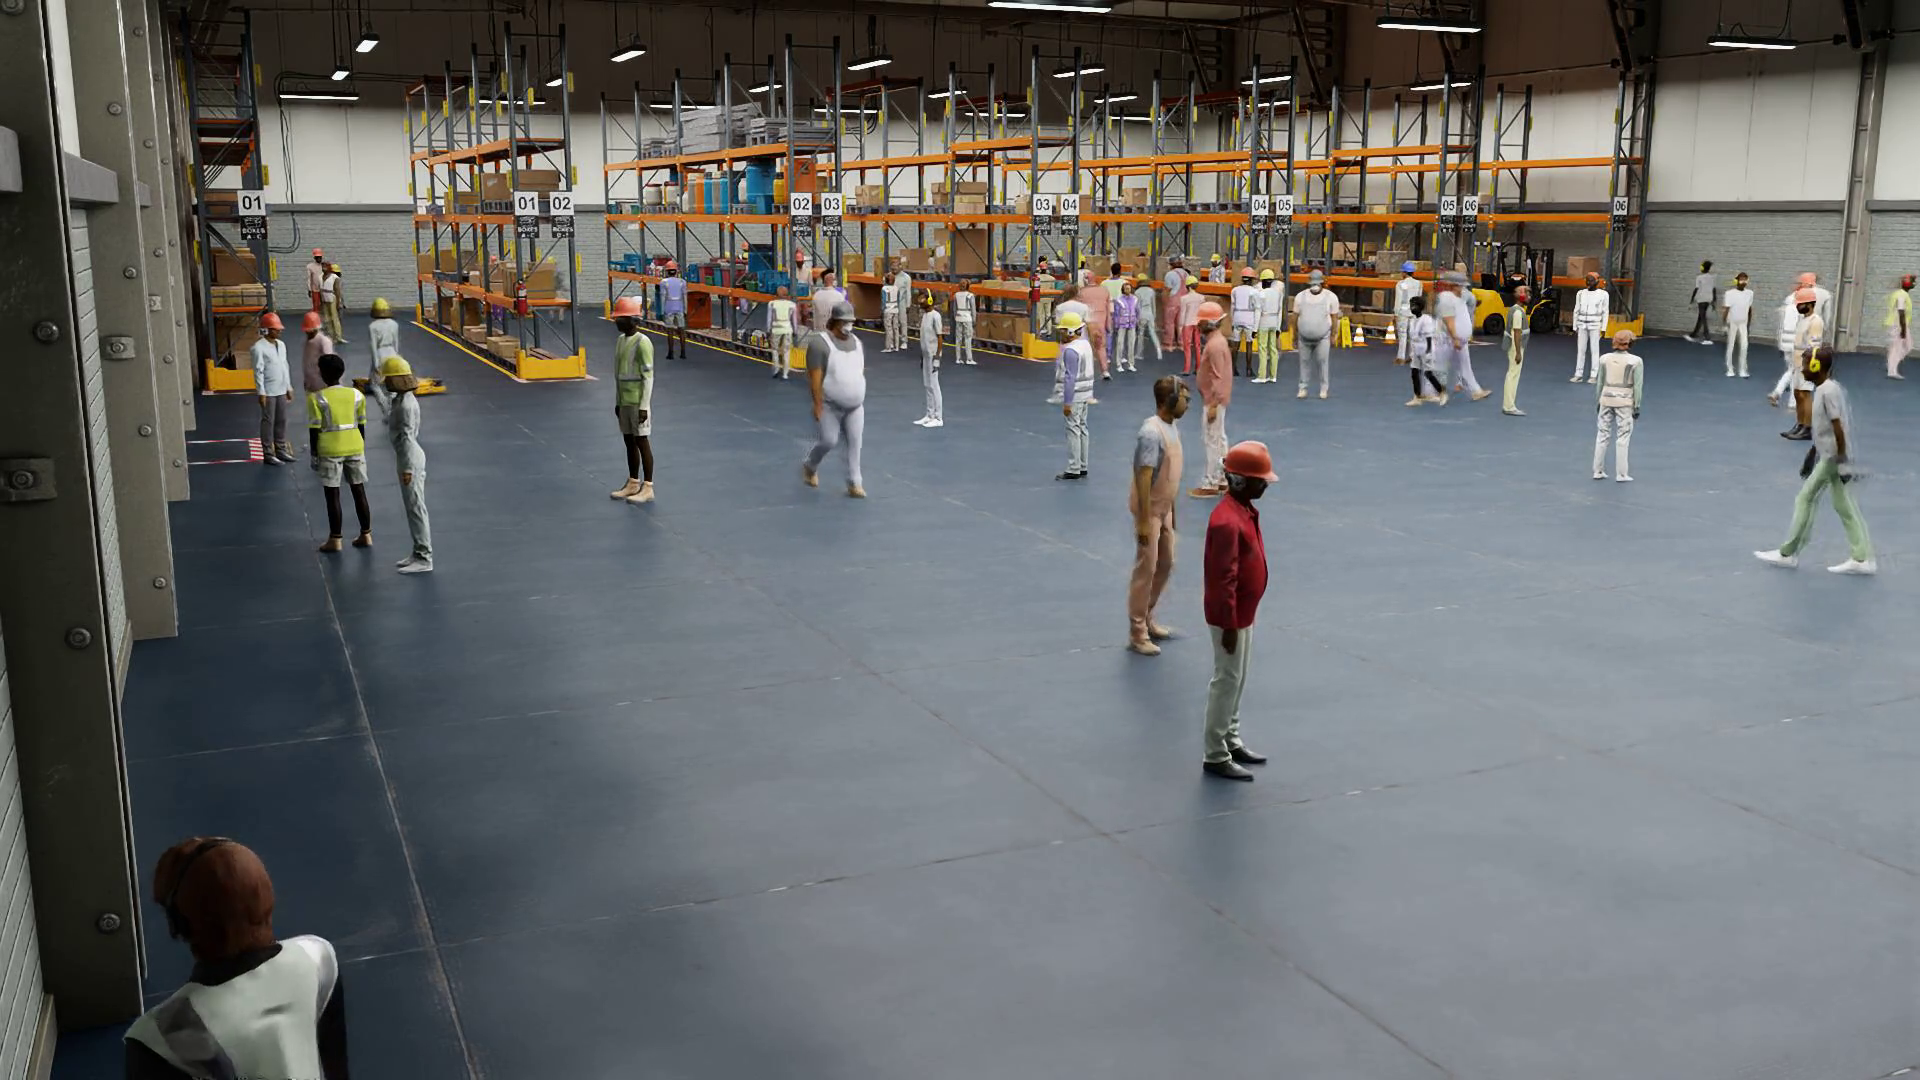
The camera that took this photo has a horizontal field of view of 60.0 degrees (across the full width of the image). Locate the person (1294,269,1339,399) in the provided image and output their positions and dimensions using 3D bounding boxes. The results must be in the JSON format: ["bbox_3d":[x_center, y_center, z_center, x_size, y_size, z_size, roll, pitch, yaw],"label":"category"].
[{"bbox_3d":[5.505,-3.208,25.832,0.693,2.000,0.536,5,12,24],"label":"person"}]

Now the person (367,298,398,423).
[{"bbox_3d":[-7.884,-2.444,22.738,0.377,1.729,0.491,9,14,37],"label":"person"}]

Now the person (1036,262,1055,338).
[{"bbox_3d":[1.920,-5.546,38.440,0.565,1.755,0.322,-4,12,-19],"label":"person"}]

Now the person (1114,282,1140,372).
[{"bbox_3d":[3.028,-3.873,30.256,0.523,1.636,0.312,-4,12,-21],"label":"person"}]

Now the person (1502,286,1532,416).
[{"bbox_3d":[7.934,-2.700,23.754,0.375,1.841,0.575,3,11,14],"label":"person"}]

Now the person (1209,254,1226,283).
[{"bbox_3d":[6.652,-6.507,43.183,0.403,1.820,0.594,-5,12,-26],"label":"person"}]

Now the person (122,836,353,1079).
[{"bbox_3d":[-1.472,1.405,3.454,0.406,1.623,0.545,5,12,24],"label":"person"}]

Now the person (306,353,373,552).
[{"bbox_3d":[-5.303,-0.743,14.210,0.322,1.691,0.533,9,14,39],"label":"person"}]

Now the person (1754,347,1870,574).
[{"bbox_3d":[6.933,-0.643,13.400,0.934,1.796,0.522,7,13,32],"label":"person"}]

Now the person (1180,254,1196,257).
[{"bbox_3d":[7.215,-8.373,52.592,0.636,1.842,0.429,-6,13,-28],"label":"person"}]

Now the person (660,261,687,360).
[{"bbox_3d":[-5.657,-4.531,32.828,0.550,1.933,0.373,-5,12,-24],"label":"person"}]

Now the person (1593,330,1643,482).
[{"bbox_3d":[7.068,-1.437,17.884,0.313,1.632,0.518,-9,14,-39],"label":"person"}]

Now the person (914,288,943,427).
[{"bbox_3d":[-0.411,-2.461,22.478,0.309,1.868,0.534,-5,12,-23],"label":"person"}]

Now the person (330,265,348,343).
[{"bbox_3d":[-13.796,-5.219,36.819,0.318,1.741,0.492,4,12,21],"label":"person"}]

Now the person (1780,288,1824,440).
[{"bbox_3d":[10.740,-2.236,21.197,0.384,1.926,0.550,1,11,6],"label":"person"}]

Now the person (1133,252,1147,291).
[{"bbox_3d":[4.796,-6.590,43.514,0.524,1.844,0.804,-1,11,-5],"label":"person"}]

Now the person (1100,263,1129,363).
[{"bbox_3d":[2.994,-4.371,32.057,0.593,1.920,0.391,3,12,15],"label":"person"}]

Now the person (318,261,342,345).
[{"bbox_3d":[-13.807,-5.202,36.489,0.562,1.839,0.383,6,13,29],"label":"person"}]

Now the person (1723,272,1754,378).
[{"bbox_3d":[13.629,-3.744,29.078,0.542,1.830,0.884,1,11,5],"label":"person"}]

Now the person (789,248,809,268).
[{"bbox_3d":[-4.866,-7.962,50.510,0.673,1.833,0.386,-8,14,-35],"label":"person"}]

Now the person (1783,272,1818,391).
[{"bbox_3d":[13.557,-3.338,26.783,0.568,1.922,0.414,-4,12,-20],"label":"person"}]

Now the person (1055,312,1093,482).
[{"bbox_3d":[1.225,-1.544,17.941,0.403,1.824,0.598,4,12,20],"label":"person"}]

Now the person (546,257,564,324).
[{"bbox_3d":[-10.559,-6.484,43.262,0.579,1.731,0.622,2,11,12],"label":"person"}]

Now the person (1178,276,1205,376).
[{"bbox_3d":[4.104,-3.799,29.541,0.525,1.769,0.308,-6,13,-29],"label":"person"}]

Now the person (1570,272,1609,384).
[{"bbox_3d":[10.674,-3.596,28.206,0.339,1.882,0.584,-11,16,-44],"label":"person"}]

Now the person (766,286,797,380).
[{"bbox_3d":[-3.102,-3.598,28.888,0.563,1.618,0.501,-2,11,-10],"label":"person"}]

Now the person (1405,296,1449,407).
[{"bbox_3d":[6.950,-2.798,24.715,0.624,1.660,0.551,-3,12,-15],"label":"person"}]

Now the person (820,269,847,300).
[{"bbox_3d":[-2.265,-3.788,29.122,0.725,1.914,0.682,11,15,43],"label":"person"}]

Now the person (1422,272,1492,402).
[{"bbox_3d":[7.546,-3.088,25.225,1.043,2.000,0.688,9,14,38],"label":"person"}]

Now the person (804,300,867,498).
[{"bbox_3d":[-1.262,-1.462,16.963,0.688,2.000,0.752,-8,13,-34],"label":"person"}]

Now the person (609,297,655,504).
[{"bbox_3d":[-3.278,-1.386,16.571,0.379,2.044,0.607,-9,14,-39],"label":"person"}]

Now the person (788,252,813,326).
[{"bbox_3d":[-3.700,-5.652,38.421,0.621,1.975,0.651,-3,11,-13],"label":"person"}]

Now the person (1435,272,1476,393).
[{"bbox_3d":[7.950,-3.342,26.776,0.635,1.937,0.352,8,13,34],"label":"person"}]

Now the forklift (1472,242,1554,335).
[{"bbox_3d":[13.047,-6.049,39.881,2.313,2.155,1.214,-5,12,-23],"label":"forklift"}]

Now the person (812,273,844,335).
[{"bbox_3d":[-2.122,-3.432,27.347,0.653,1.903,0.400,8,14,36],"label":"person"}]
